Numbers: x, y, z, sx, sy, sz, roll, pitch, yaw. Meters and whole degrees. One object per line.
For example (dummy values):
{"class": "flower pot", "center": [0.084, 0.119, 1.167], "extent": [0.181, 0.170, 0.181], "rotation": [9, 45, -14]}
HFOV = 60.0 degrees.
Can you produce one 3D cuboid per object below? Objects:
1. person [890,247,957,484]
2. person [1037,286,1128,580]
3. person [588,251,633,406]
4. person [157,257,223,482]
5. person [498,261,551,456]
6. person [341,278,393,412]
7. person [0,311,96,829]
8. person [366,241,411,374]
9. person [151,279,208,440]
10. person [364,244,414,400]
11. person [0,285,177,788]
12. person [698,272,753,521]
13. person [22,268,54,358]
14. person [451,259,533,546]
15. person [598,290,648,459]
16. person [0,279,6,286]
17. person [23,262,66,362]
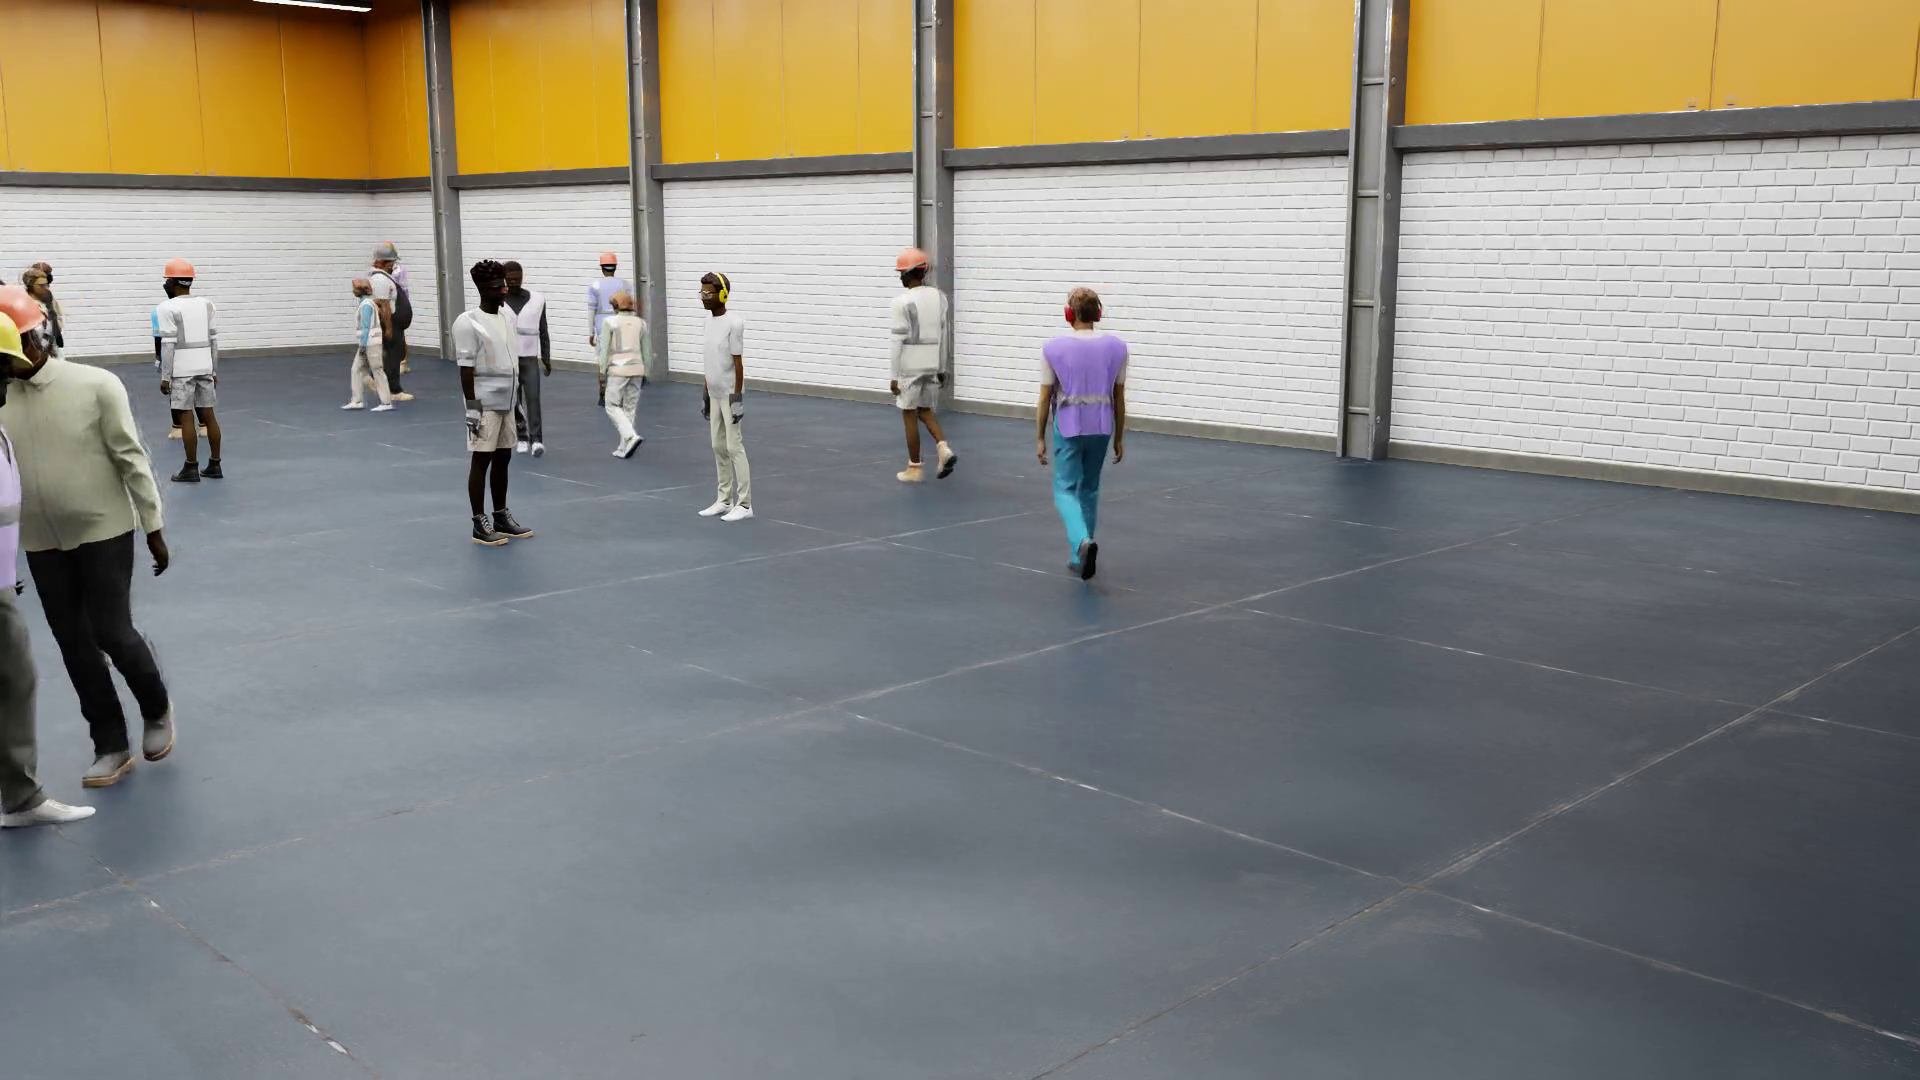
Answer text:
{"class": "person", "center": [-0.338, -1.469, 14.183], "extent": [0.513, 2.029, 0.645], "rotation": [10, 14, 44]}
{"class": "person", "center": [0.763, -0.646, 10.269], "extent": [0.571, 1.825, 0.717], "rotation": [-3, 11, -13]}
{"class": "person", "center": [-4.362, -2.634, 20.795], "extent": [0.551, 1.934, 0.368], "rotation": [-3, 11, -13]}
{"class": "person", "center": [-6.699, -1.469, 14.437], "extent": [0.359, 1.939, 0.542], "rotation": [6, 12, 28]}
{"class": "person", "center": [-4.265, -1.737, 16.058], "extent": [0.618, 1.869, 0.942], "rotation": [-3, 11, -16]}
{"class": "person", "center": [-7.239, -2.346, 20.086], "extent": [0.701, 1.611, 0.537], "rotation": [-4, 11, -23]}
{"class": "person", "center": [-3.587, 0.137, 5.867], "extent": [0.760, 1.884, 0.666], "rotation": [-3, 11, -15]}
{"class": "person", "center": [-8.815, -3.585, 25.687], "extent": [0.610, 2.042, 0.396], "rotation": [-1, 10, -5]}
{"class": "person", "center": [-8.147, -1.890, 17.390], "extent": [0.539, 1.695, 0.318], "rotation": [-9, 14, -40]}
{"class": "person", "center": [-7.382, -2.814, 21.486], "extent": [0.602, 2.000, 0.696], "rotation": [-3, 11, -17]}
{"class": "person", "center": [-3.429, 0.001, 6.400], "extent": [0.670, 1.947, 0.555], "rotation": [-1, 10, -4]}
{"class": "person", "center": [-1.782, -1.068, 12.500], "extent": [0.328, 1.853, 0.507], "rotation": [-8, 13, -39]}
{"class": "person", "center": [-9.223, -1.779, 16.493], "extent": [0.845, 1.817, 0.525], "rotation": [-2, 11, -8]}
{"class": "person", "center": [-3.244, -0.957, 11.566], "extent": [0.368, 1.966, 0.603], "rotation": [4, 11, 19]}
{"class": "person", "center": [-3.159, -1.561, 15.786], "extent": [0.557, 1.614, 0.512], "rotation": [-10, 15, -44]}
{"class": "person", "center": [-7.085, -1.036, 12.345], "extent": [0.531, 1.841, 0.608], "rotation": [-8, 13, -39]}
{"class": "person", "center": [-11.621, -2.624, 21.149], "extent": [0.980, 1.791, 0.647], "rotation": [-8, 13, -38]}
